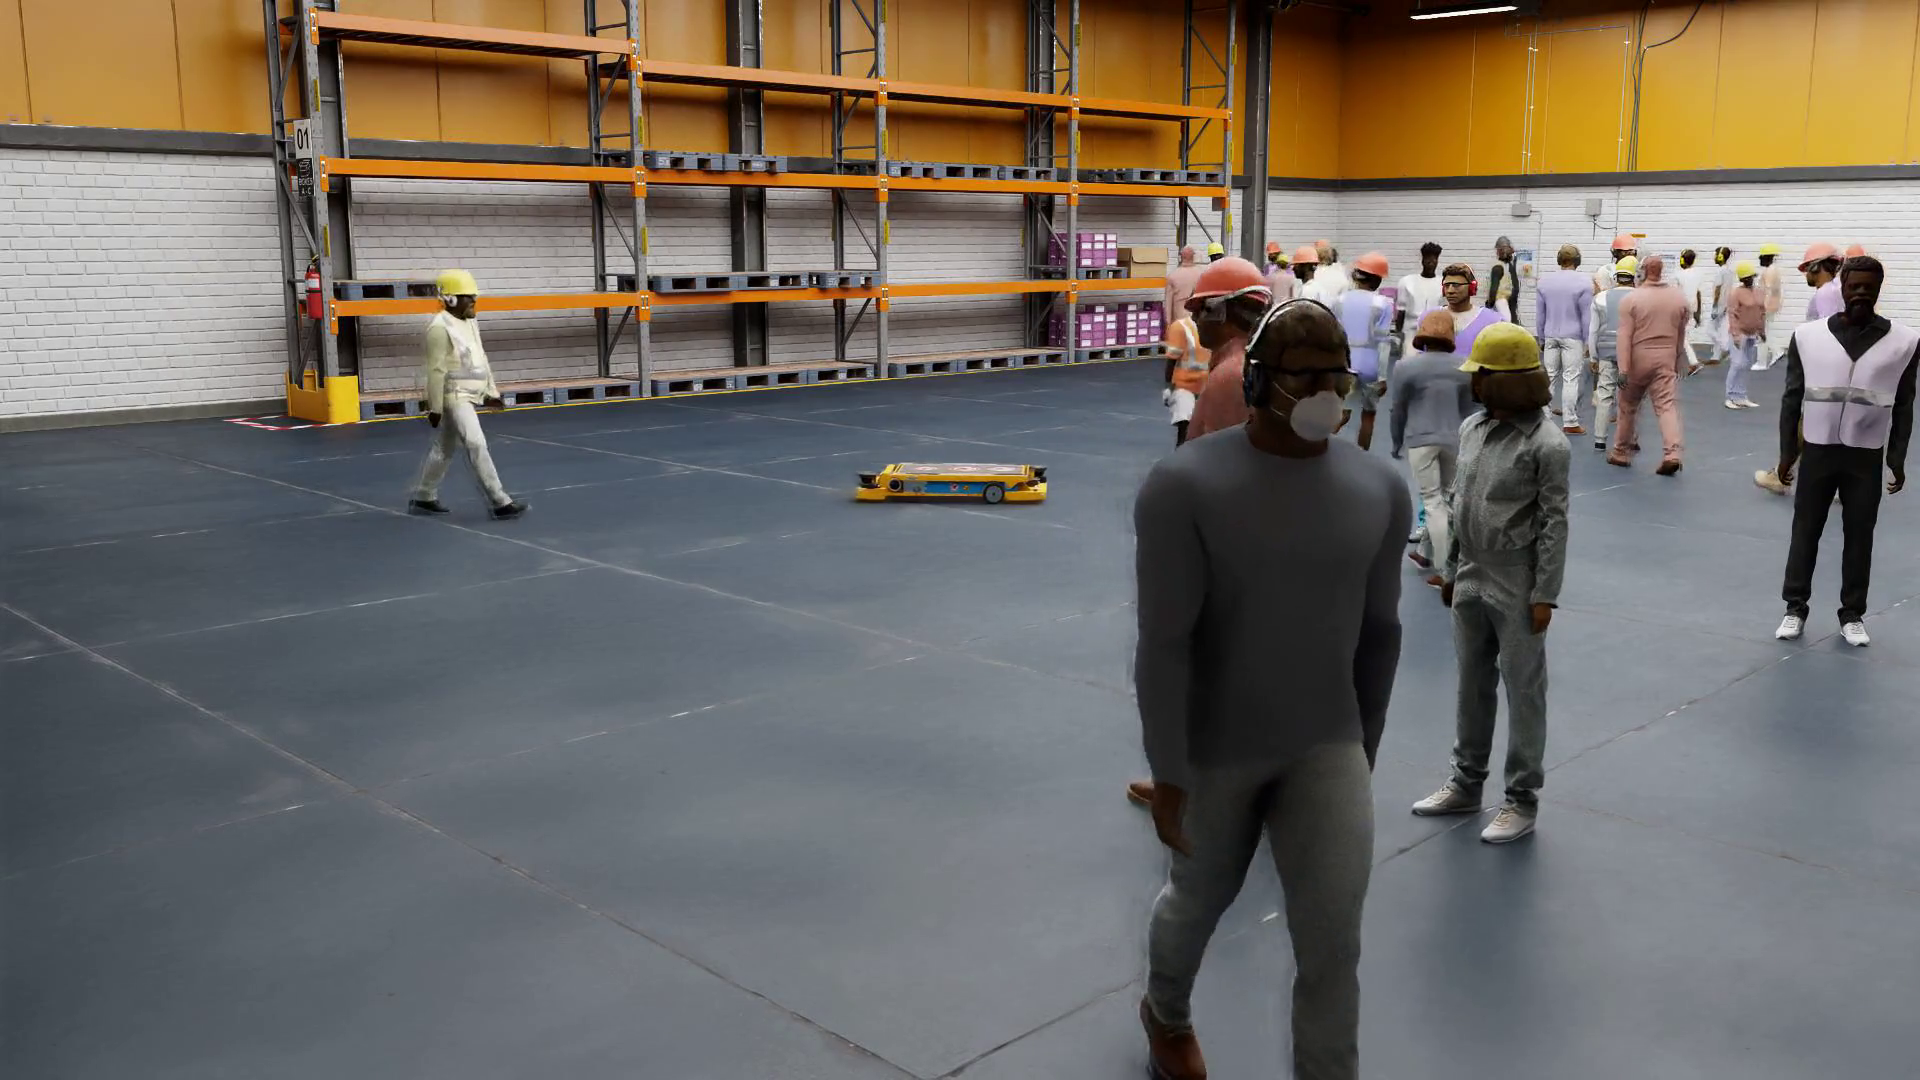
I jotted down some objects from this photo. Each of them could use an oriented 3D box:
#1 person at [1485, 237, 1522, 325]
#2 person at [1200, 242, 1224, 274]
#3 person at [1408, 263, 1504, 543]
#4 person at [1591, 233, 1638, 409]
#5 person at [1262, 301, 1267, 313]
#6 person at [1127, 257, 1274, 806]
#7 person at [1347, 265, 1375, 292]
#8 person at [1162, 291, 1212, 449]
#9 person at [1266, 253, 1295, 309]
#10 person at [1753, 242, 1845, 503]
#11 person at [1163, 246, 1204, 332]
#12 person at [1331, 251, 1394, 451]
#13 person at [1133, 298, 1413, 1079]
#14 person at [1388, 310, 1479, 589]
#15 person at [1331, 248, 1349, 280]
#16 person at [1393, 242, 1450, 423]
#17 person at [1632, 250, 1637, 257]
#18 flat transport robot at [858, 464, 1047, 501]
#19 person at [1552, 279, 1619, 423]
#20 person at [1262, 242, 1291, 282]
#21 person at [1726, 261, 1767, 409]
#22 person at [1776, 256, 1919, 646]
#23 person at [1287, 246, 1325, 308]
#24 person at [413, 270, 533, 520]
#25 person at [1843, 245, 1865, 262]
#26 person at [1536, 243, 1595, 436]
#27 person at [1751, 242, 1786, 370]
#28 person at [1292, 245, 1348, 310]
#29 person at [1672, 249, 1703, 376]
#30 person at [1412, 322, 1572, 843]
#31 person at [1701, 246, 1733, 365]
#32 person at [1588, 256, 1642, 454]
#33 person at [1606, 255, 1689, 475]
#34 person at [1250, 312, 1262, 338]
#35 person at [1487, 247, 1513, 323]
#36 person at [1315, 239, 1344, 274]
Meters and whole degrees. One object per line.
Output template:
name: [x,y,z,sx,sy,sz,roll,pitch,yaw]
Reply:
person: [9.575,-4.392,29.492,0.687,2.000,0.957,-5,11,-24]
person: [3.418,-3.001,22.230,0.588,1.923,0.383,-6,12,-28]
person: [3.235,-0.879,10.868,0.570,1.843,0.372,7,12,33]
person: [7.675,-2.541,19.394,0.610,2.043,0.397,-4,11,-23]
person: [2.243,-1.415,13.837,0.657,1.821,0.606,6,12,29]
person: [0.931,0.008,5.760,0.644,1.950,0.668,2,11,12]
person: [6.219,-3.511,25.934,0.539,1.587,0.879,5,11,24]
person: [1.819,-1.177,13.044,0.587,1.644,0.569,-7,13,-35]
person: [5.019,-3.611,26.035,0.521,1.741,0.662,3,11,14]
person: [6.610,-1.276,12.722,0.649,1.972,0.885,-9,14,-42]
person: [3.047,-2.993,22.287,0.655,1.882,0.674,0,10,0]
person: [3.204,-1.385,13.503,0.561,1.902,0.804,8,13,39]
person: [0.655,0.428,3.606,0.629,1.904,0.986,-1,10,-8]
person: [2.733,-0.545,9.728,0.495,1.582,0.827,-2,11,-9]
person: [6.340,-4.156,28.865,0.637,1.787,0.982,10,14,43]
person: [4.927,-2.170,17.617,0.629,1.948,0.455,2,11,11]
person: [11.015,-3.938,27.586,0.728,1.839,0.488,4,11,21]
flat transport robot: [-0.044,-0.456,12.862,1.431,0.197,0.652,1,10,3]
person: [6.860,-2.058,18.022,0.867,1.565,0.531,4,11,22]
person: [5.183,-4.020,27.854,0.939,1.890,0.580,-8,13,-37]
person: [9.165,-2.388,19.444,0.579,1.722,0.364,-5,12,-26]
person: [4.394,-0.440,8.273,0.593,1.922,0.391,5,11,24]
person: [3.288,-1.888,16.171,0.657,1.911,0.560,4,11,22]
person: [-3.553,-1.027,11.873,0.949,1.783,0.604,1,10,3]
person: [13.276,-3.415,24.638,0.553,1.887,1.025,-9,14,-41]
person: [6.125,-2.022,16.848,0.372,1.940,0.630,-9,13,-39]
person: [12.069,-3.482,24.873,0.465,1.911,0.610,6,12,31]
person: [4.156,-2.463,19.344,0.640,1.902,0.876,2,11,9]
person: [10.493,-3.294,24.079,0.529,1.836,0.918,-3,11,-18]
person: [1.799,0.143,5.589,0.314,1.739,0.485,-5,12,-25]
person: [11.811,-3.627,25.843,0.446,1.850,0.545,10,14,43]
person: [6.157,-1.716,15.467,0.595,1.832,0.404,6,12,29]
person: [5.907,-1.501,14.233,0.648,1.862,0.997,-1,10,-5]
person: [1.485,-0.317,8.271,0.536,1.682,0.528,9,14,41]
person: [9.564,-4.218,29.142,0.769,1.810,0.641,5,11,25]
person: [5.312,-3.398,24.293,0.644,1.951,0.911,2,11,10]
